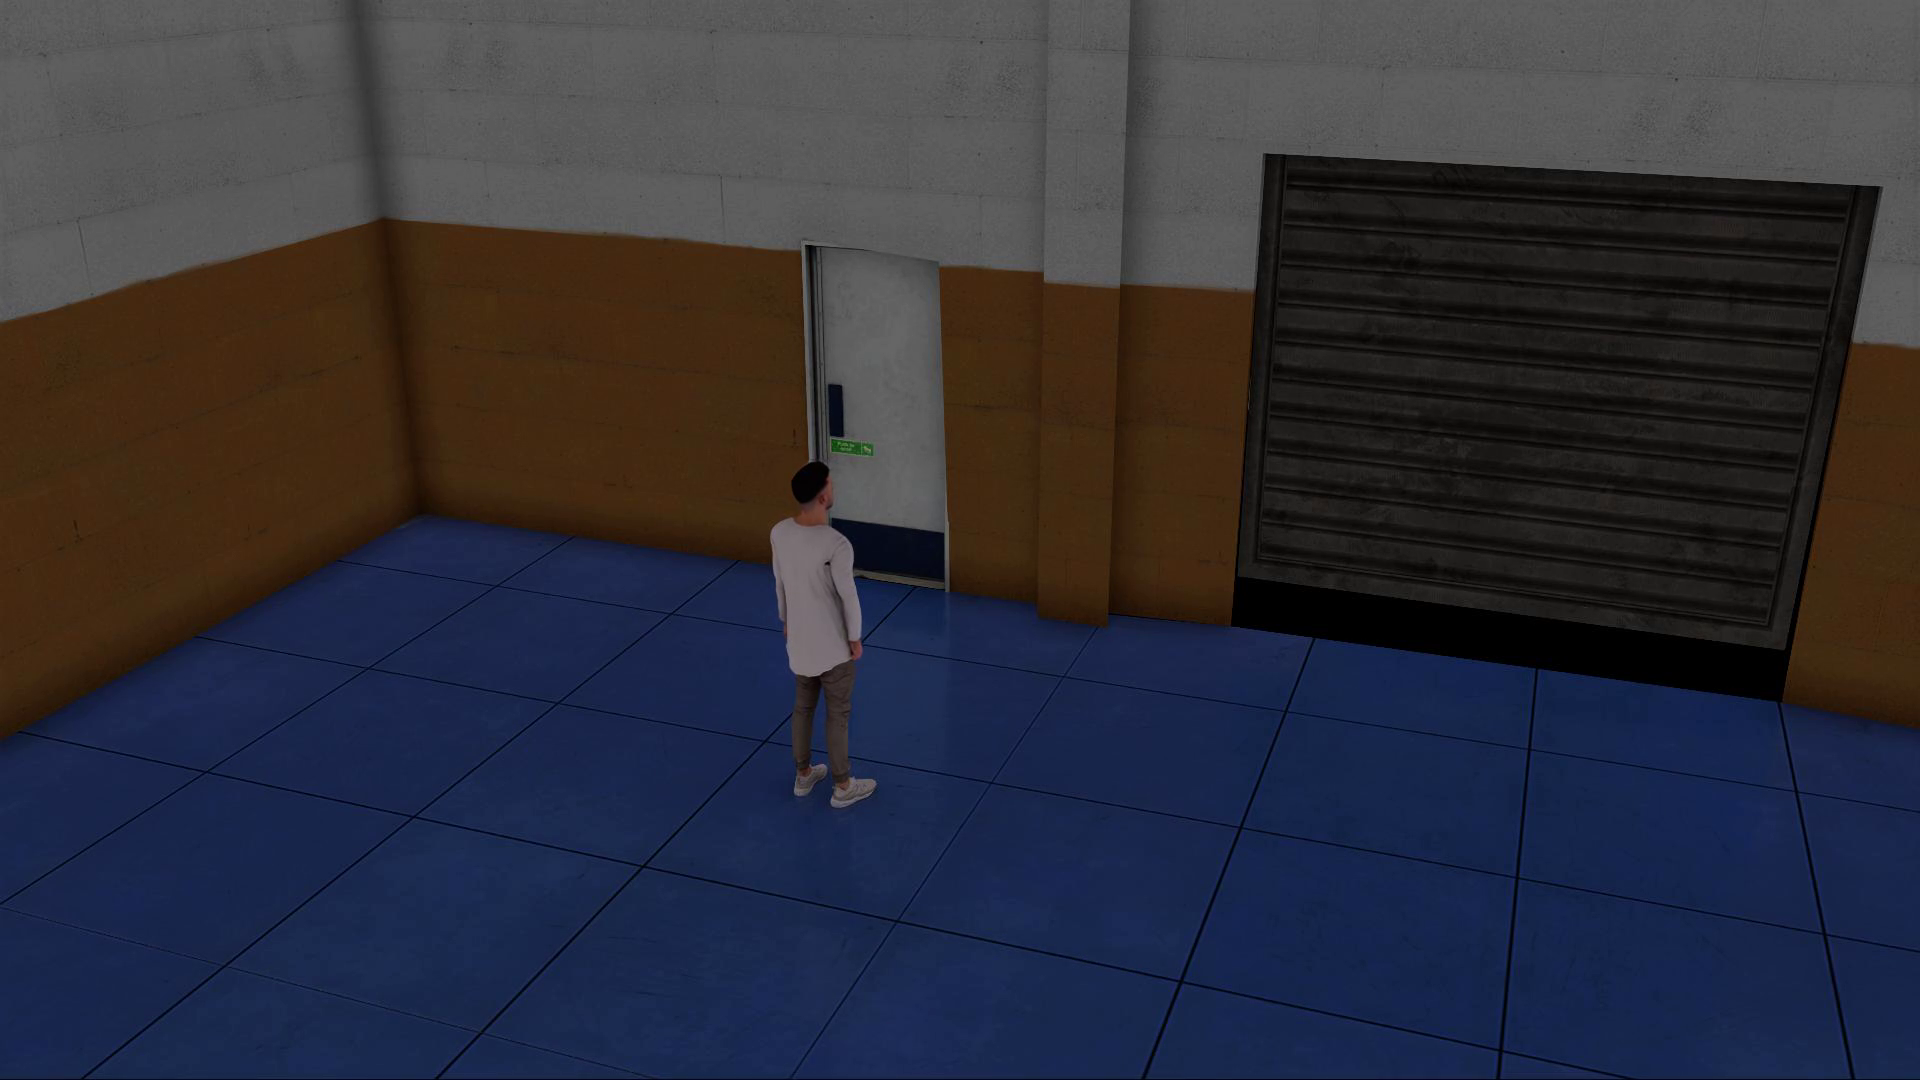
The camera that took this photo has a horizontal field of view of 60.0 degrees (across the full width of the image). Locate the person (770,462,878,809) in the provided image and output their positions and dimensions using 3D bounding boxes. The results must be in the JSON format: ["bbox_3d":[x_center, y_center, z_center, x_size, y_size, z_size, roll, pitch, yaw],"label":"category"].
[{"bbox_3d":[-0.705,0.471,8.381,0.592,1.841,0.780,14,26,32],"label":"person"}]
